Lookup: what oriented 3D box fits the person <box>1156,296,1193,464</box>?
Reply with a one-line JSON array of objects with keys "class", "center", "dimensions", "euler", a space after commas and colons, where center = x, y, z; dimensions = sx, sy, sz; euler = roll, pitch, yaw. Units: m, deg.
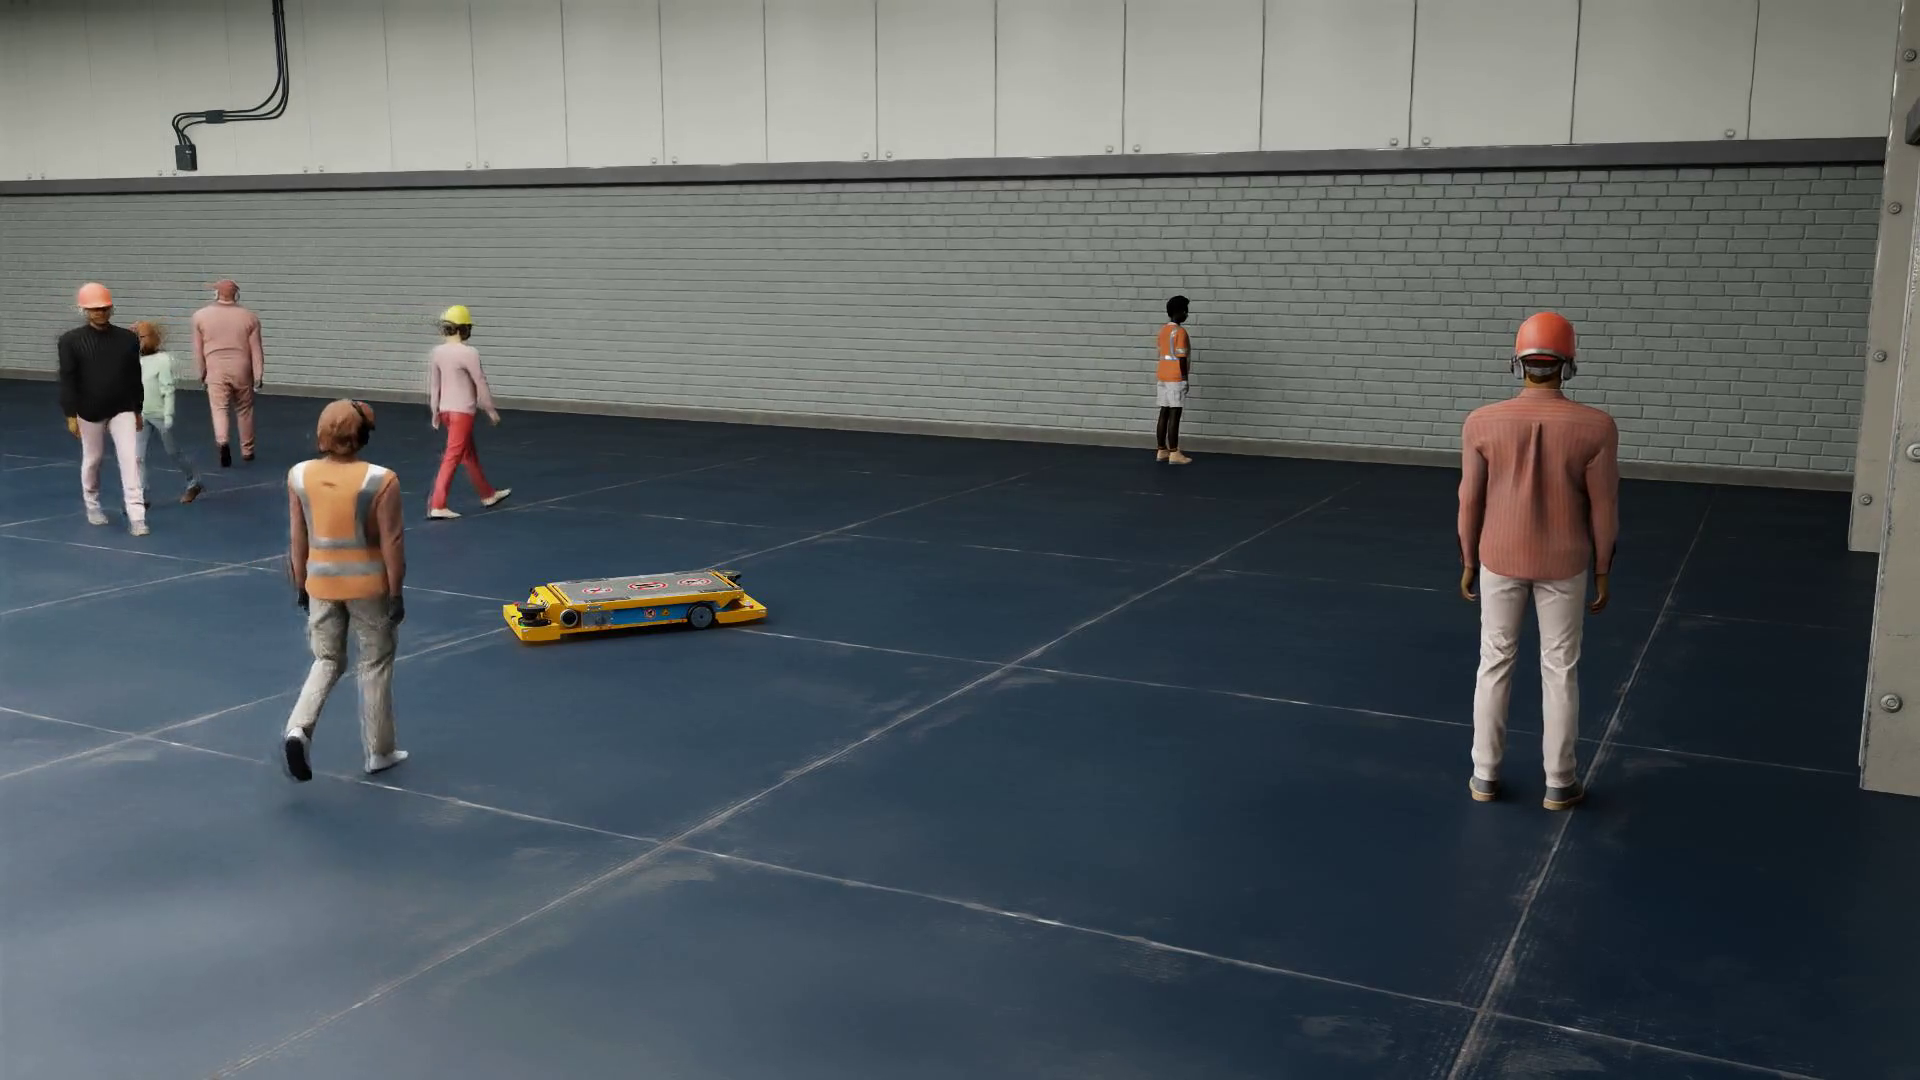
[{"class": "person", "center": [2.161, -1.611, 16.778], "dimensions": [0.321, 1.694, 0.529], "euler": [-3, 11, -18]}]

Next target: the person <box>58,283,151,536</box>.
[{"class": "person", "center": [-6.685, -1.032, 12.960], "dimensions": [0.616, 1.946, 1.033], "euler": [-9, 14, -39]}]

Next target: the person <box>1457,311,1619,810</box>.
[{"class": "person", "center": [2.305, 0.090, 6.671], "dimensions": [0.612, 1.997, 0.376], "euler": [5, 11, 25]}]

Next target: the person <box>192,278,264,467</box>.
[{"class": "person", "center": [-7.341, -1.690, 16.724], "dimensions": [0.646, 1.876, 0.847], "euler": [-4, 11, -22]}]

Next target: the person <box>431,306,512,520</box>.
[{"class": "person", "center": [-4.042, -1.049, 13.645], "dimensions": [0.531, 1.722, 0.908], "euler": [9, 13, 39]}]

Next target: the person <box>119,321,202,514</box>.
[{"class": "person", "center": [-6.759, -1.052, 14.018], "dimensions": [0.507, 1.593, 0.852], "euler": [3, 11, 16]}]

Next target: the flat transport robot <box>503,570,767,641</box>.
[{"class": "flat transport robot", "center": [-1.926, 0.372, 9.846], "dimensions": [1.431, 0.197, 0.652], "euler": [-5, 11, -23]}]

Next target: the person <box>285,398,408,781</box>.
[{"class": "person", "center": [-2.581, 0.228, 6.944], "dimensions": [0.517, 1.628, 0.577], "euler": [2, 11, 9]}]
